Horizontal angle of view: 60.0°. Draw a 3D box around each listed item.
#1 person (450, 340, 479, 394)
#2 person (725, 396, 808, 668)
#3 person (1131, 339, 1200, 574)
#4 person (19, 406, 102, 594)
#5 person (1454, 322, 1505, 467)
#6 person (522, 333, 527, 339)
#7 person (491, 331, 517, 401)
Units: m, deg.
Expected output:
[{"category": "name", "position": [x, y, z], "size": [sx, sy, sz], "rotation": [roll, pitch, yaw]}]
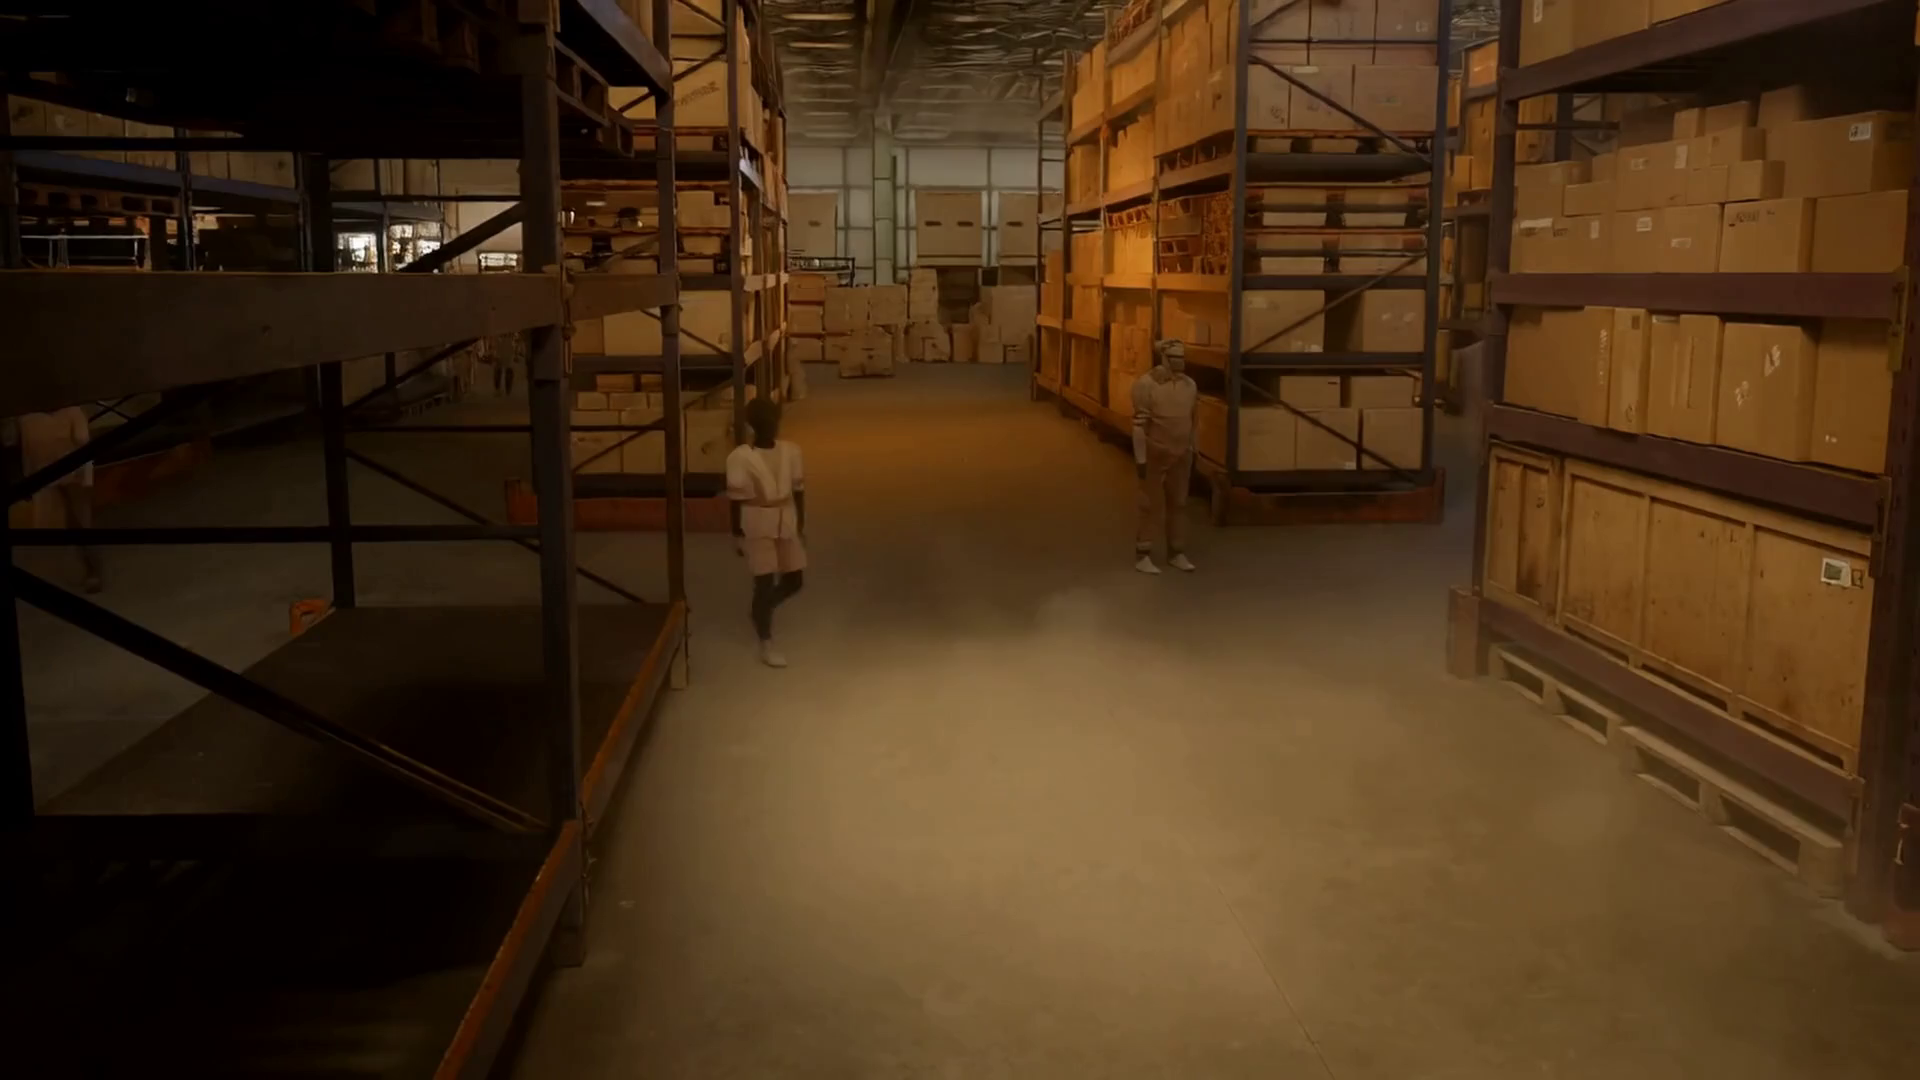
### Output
[{"category": "person", "position": [-10.054, -3.894, 33.749], "size": [0.580, 1.874, 0.448], "rotation": [-3, 10, -20]}, {"category": "person", "position": [-1.216, -0.062, 10.262], "size": [0.547, 1.677, 0.457], "rotation": [-7, 11, -37]}, {"category": "person", "position": [1.690, -0.676, 13.466], "size": [0.647, 1.900, 0.401], "rotation": [-5, 10, -28]}, {"category": "person", "position": [-6.692, -0.414, 12.339], "size": [0.571, 1.723, 0.766], "rotation": [0, 9, -3]}, {"category": "person", "position": [6.462, -1.795, 20.700], "size": [0.638, 1.827, 0.520], "rotation": [0, 9, -1]}, {"category": "person", "position": [-16.715, -8.382, 62.622], "size": [0.875, 1.650, 0.545], "rotation": [-5, 10, -28]}, {"category": "person", "position": [-8.849, -3.530, 32.142], "size": [0.536, 1.658, 0.824], "rotation": [-7, 12, -39]}]
